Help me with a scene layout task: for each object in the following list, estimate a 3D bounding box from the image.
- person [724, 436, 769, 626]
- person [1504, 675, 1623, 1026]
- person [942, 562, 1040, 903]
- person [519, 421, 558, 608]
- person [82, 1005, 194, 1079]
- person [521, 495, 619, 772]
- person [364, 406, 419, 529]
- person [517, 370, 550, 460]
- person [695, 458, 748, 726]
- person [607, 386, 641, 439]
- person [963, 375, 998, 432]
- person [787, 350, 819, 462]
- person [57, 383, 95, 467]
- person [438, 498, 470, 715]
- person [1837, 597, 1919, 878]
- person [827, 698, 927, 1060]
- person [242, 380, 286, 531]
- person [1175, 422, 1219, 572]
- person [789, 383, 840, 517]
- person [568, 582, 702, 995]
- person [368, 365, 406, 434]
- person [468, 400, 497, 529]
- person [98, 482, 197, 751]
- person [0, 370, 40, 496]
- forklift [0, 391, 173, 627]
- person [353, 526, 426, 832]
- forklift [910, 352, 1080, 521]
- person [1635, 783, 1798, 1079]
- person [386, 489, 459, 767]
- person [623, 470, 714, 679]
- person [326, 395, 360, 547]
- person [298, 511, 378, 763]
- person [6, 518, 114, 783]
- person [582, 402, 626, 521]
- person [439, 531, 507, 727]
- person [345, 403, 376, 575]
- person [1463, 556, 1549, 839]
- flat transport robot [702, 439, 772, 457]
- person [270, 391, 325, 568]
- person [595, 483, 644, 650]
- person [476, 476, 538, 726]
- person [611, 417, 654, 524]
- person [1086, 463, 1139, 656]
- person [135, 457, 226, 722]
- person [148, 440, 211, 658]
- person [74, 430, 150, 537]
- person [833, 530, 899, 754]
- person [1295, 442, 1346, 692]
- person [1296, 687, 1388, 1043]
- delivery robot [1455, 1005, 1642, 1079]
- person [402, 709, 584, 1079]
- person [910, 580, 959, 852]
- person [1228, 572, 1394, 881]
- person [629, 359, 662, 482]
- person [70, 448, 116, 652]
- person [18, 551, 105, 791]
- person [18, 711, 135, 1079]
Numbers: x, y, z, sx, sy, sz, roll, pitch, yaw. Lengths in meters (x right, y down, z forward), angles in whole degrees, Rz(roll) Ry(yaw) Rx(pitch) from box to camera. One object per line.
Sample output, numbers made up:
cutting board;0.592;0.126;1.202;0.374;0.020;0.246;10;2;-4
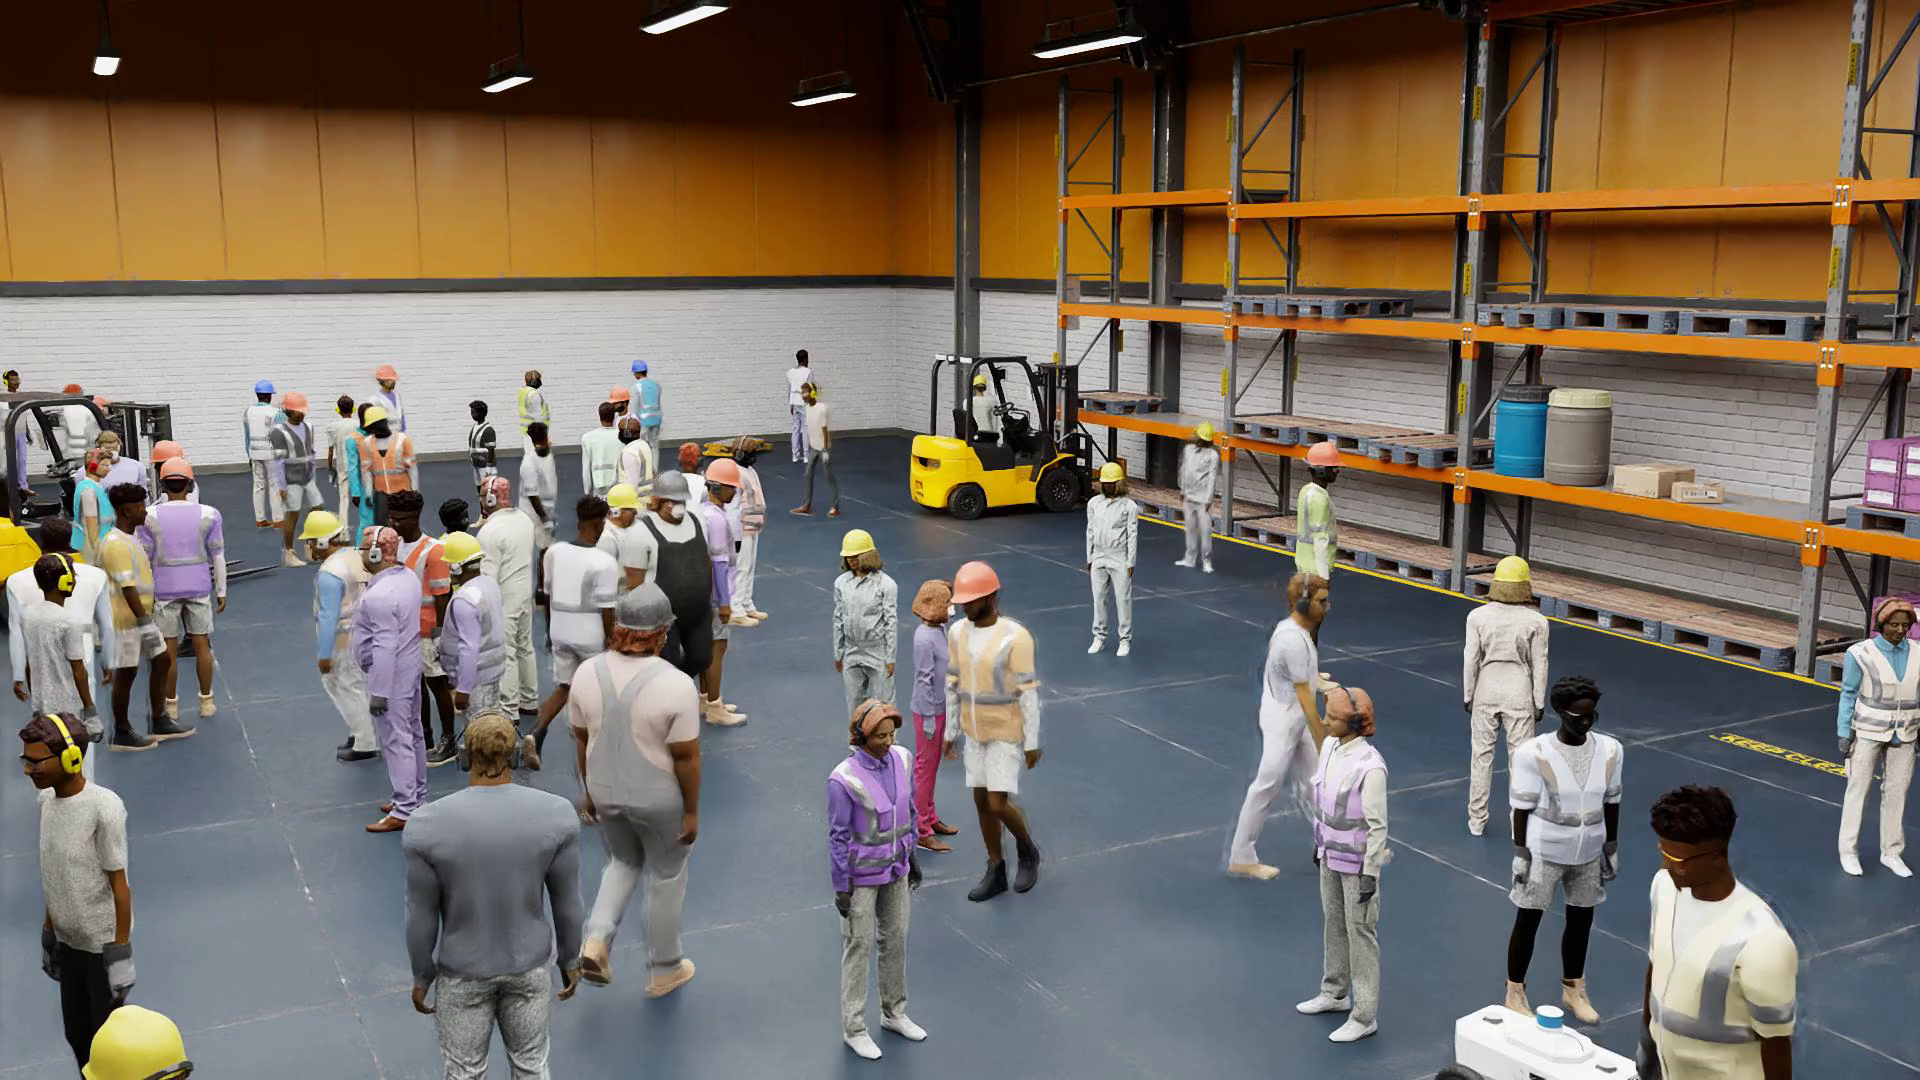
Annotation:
person;-2.074;-0.084;15.970;0.429;1.831;0.635;1;10;7
person;2.767;1.431;7.652;0.536;1.689;0.324;-2;10;-9
person;0.152;1.055;9.160;0.565;1.916;0.436;8;13;39
person;-4.188;-0.251;16.656;0.435;1.922;0.647;0;10;3
person;-1.980;2.001;4.133;0.314;1.769;0.525;4;11;21
person;-2.641;0.671;11.310;0.661;1.936;0.730;5;11;26
person;-6.308;-0.561;18.529;0.621;1.884;0.492;1;10;6
person;-6.269;-1.584;24.552;0.429;1.845;0.621;-7;12;-36
person;-1.817;0.391;12.637;0.405;2.031;0.611;-3;10;-18
person;-4.162;-0.939;20.602;0.388;1.929;0.545;-9;13;-42
person;0.299;-1.554;24.595;0.524;1.770;0.315;-1;10;-8
person;-2.697;-2.283;28.353;0.587;1.920;0.391;7;12;36
person;-11.624;-1.162;22.095;0.611;1.850;0.644;-1;10;-3
person;-3.944;0.510;12.951;0.323;1.689;0.537;-1;10;-7
person;5.297;1.127;9.555;0.524;1.631;0.316;0;10;0
person;-0.383;1.496;7.429;0.324;1.631;0.524;8;13;40
person;-8.921;-1.088;21.427;0.605;1.939;0.417;3;10;18
person;2.632;-0.499;18.719;0.301;1.703;0.649;-8;12;-37
person;-1.940;-1.213;22.495;0.667;1.825;0.512;-8;13;-40
person;-1.509;1.197;7.970;0.688;2.000;0.628;4;11;22
person;-7.965;-1.427;23.115;0.667;2.031;0.620;3;10;18
person;-6.130;-0.956;21.362;0.319;1.694;0.532;-8;13;-40
person;-5.863;0.555;11.932;0.602;1.947;0.637;-2;10;-12
person;-13.748;-1.543;24.235;0.328;1.872;0.511;3;10;14
forklift;-9.026;-0.363;16.508;1.214;2.155;2.313;6;11;29
person;-3.550;0.854;10.329;0.401;1.910;0.642;0;10;-2
forklift;0.460;-1.461;22.833;2.313;2.155;1.214;-5;11;-28
person;2.510;1.700;5.396;0.809;1.931;0.625;-2;10;-10
person;-3.784;0.608;11.618;0.608;1.958;0.370;7;12;34
person;-2.111;0.463;12.195;0.699;2.000;0.640;-9;13;-41
person;-7.373;-0.822;20.129;0.509;1.860;0.334;-3;10;-17
person;-4.317;0.683;11.601;0.457;1.809;0.628;-1;10;-6
person;-5.798;0.795;10.764;0.601;1.868;0.907;-6;12;-31
person;-3.919;-0.587;18.624;0.589;1.911;0.384;-3;10;-16
person;-3.098;0.850;10.581;0.404;1.829;0.591;0;10;1
person;-6.631;-0.583;18.613;0.400;1.909;0.605;2;10;10
person;3.337;0.960;10.194;0.492;1.741;0.317;4;11;24
flat transport robot;-3.957;-1.650;29.451;0.652;0.197;1.431;4;11;22
person;-7.448;-0.678;18.828;0.586;2.018;0.635;4;11;21
person;-2.611;0.466;12.825;0.403;1.821;0.601;1;10;4
person;-3.474;0.459;12.647;0.397;1.900;0.649;2;10;13
person;-3.474;-0.386;17.660;0.429;1.841;0.634;1;10;3
person;1.339;0.171;14.768;0.481;1.734;0.329;6;11;29
person;-5.946;0.380;12.729;0.618;2.028;0.409;-6;11;-30
person;-6.930;0.077;14.748;0.388;1.930;0.544;-1;10;-3
person;-7.940;-0.079;15.656;0.383;1.928;0.635;10;14;44
person;-0.648;0.780;11.272;0.488;1.733;0.348;5;11;28
person;2.937;0.215;13.620;0.371;2.044;0.607;0;10;1
person;1.766;1.465;7.591;0.311;1.636;0.523;-3;10;-15
delivery robot;2.358;2.117;6.682;0.477;0.478;0.707;-7;12;-37
person;-1.707;1.574;6.146;0.636;1.928;0.384;-4;11;-23
person;-0.152;1.041;10.035;0.279;1.634;0.498;2;10;10
person;1.981;1.076;9.353;0.979;1.797;0.502;3;10;16
person;-4.828;-1.830;25.746;0.598;1.925;0.545;-8;13;-40
person;-7.764;0.087;14.947;0.401;1.837;0.564;-4;11;-24
person;-5.213;0.993;9.679;0.519;1.860;0.320;5;11;29
person;-3.368;1.564;6.414;0.525;1.854;0.333;6;11;30
